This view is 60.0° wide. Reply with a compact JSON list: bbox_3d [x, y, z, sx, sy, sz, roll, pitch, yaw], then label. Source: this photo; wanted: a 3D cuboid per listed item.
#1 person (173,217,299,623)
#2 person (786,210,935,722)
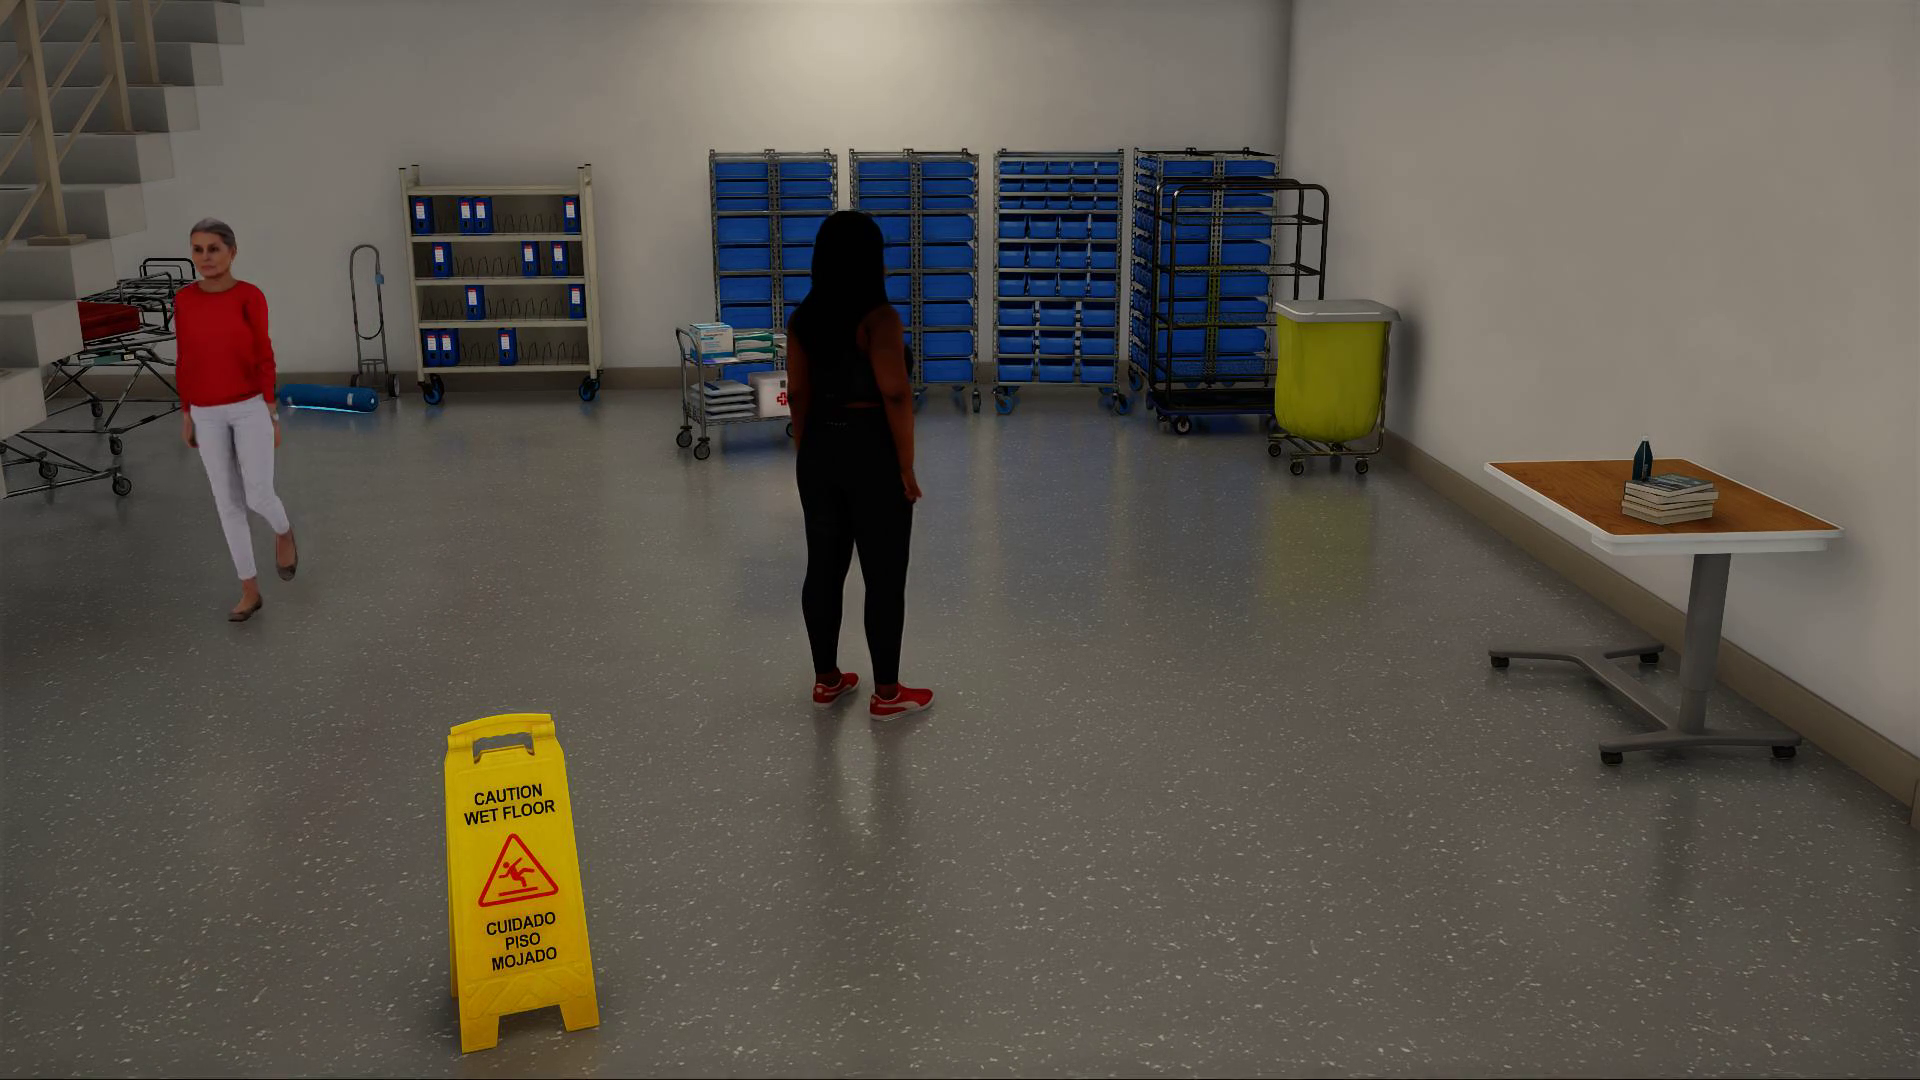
[{"bbox_3d":[-3.082,-0.524,7.104,0.557,1.685,0.788,-1,16,-3],"label":"person"},{"bbox_3d":[-0.381,-0.262,5.935,0.781,1.815,0.820,10,19,32],"label":"person"}]
